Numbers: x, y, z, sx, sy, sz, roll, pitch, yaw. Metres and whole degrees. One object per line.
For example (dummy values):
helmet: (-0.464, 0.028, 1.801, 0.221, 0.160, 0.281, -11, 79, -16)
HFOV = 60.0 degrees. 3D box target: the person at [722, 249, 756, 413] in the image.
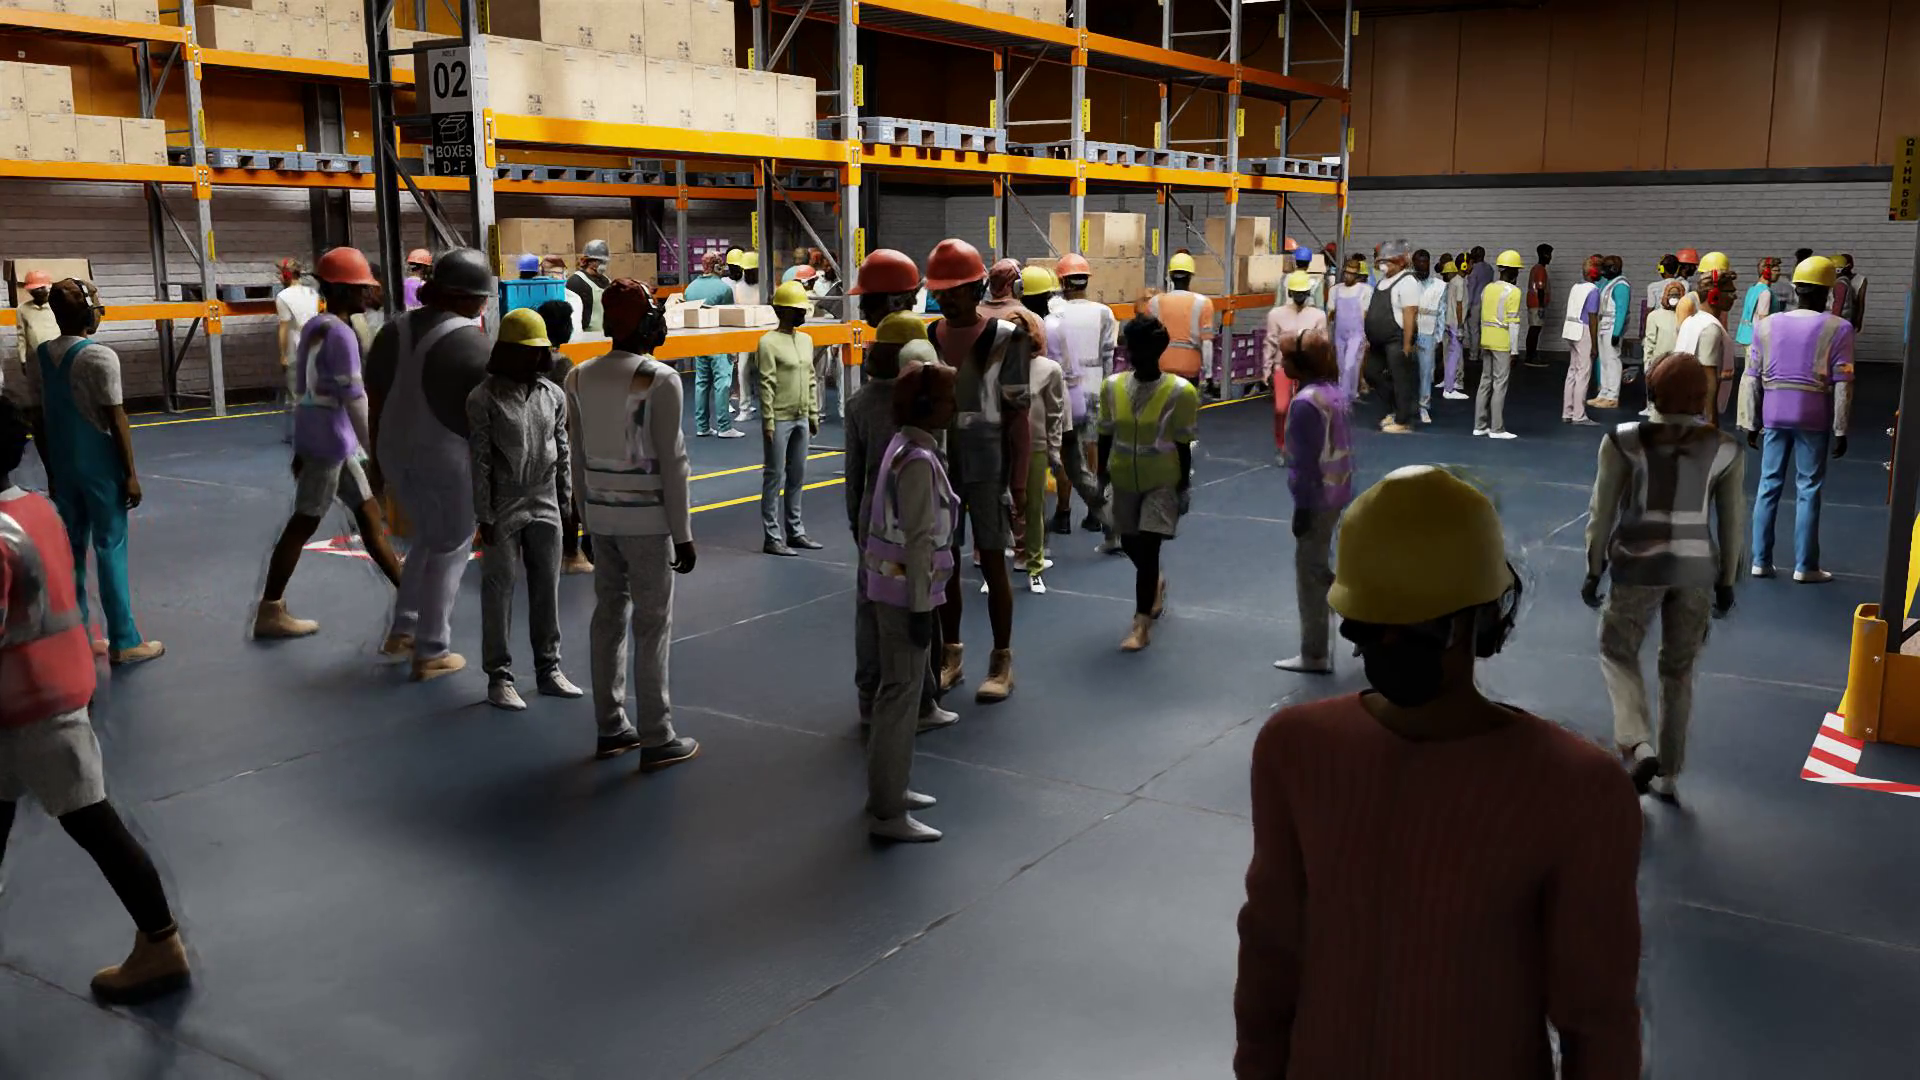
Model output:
person: (-2.621, -2.446, 19.542, 0.581, 1.919, 0.405, -9, 13, -40)

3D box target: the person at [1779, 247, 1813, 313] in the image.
person: (11.883, -3.177, 23.537, 0.632, 1.931, 0.783, 0, 10, 1)

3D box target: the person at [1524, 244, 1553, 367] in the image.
person: (9.309, -3.775, 26.763, 0.374, 1.963, 0.607, 2, 10, 9)

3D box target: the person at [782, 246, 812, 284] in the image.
person: (-2.128, -2.948, 22.251, 0.352, 1.937, 0.635, -9, 14, -42)

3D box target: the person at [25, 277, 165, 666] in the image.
person: (-4.140, -0.315, 7.915, 0.504, 1.847, 0.344, 2, 11, 13)

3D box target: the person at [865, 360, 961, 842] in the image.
person: (-0.162, 0.204, 5.662, 0.324, 1.626, 0.527, -1, 10, -4)

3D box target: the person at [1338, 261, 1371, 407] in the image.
person: (4.850, -2.520, 20.353, 0.522, 1.770, 0.308, -9, 14, -41)

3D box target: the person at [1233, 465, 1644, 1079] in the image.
person: (0.626, 0.759, 2.213, 0.540, 1.750, 0.491, 8, 13, 39)

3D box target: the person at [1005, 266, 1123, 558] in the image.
person: (0.696, -0.796, 10.559, 0.837, 1.874, 0.607, 2, 10, 12)

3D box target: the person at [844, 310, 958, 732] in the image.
person: (-0.247, -0.078, 6.903, 0.483, 1.738, 0.313, 7, 12, 33)

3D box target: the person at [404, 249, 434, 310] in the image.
person: (-6.101, -2.321, 18.834, 0.550, 1.923, 0.389, 6, 12, 29)

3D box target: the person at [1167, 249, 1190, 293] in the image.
person: (3.386, -3.504, 25.482, 0.575, 1.885, 0.355, 7, 13, 35)

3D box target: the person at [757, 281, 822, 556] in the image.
person: (-1.092, -0.779, 10.726, 0.339, 1.762, 0.525, 6, 12, 32)

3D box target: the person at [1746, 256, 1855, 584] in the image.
person: (4.978, -0.709, 9.872, 0.386, 1.926, 0.591, -9, 13, -40)

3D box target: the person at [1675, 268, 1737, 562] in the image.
person: (4.612, -0.764, 10.396, 0.388, 1.847, 0.563, 2, 10, 10)

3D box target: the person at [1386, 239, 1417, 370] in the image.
person: (6.904, -3.679, 26.017, 0.536, 2.000, 0.680, -7, 12, -34)

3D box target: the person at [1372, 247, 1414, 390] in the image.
person: (5.824, -2.988, 22.391, 0.609, 1.964, 0.367, 3, 11, 18)

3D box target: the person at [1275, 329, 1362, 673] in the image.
person: (1.709, -0.170, 7.749, 0.486, 1.619, 0.525, 4, 11, 22)

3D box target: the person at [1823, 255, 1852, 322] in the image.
person: (11.942, -2.974, 22.713, 0.403, 1.824, 0.593, 5, 12, 27)

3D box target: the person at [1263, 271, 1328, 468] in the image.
person: (2.972, -1.495, 14.711, 0.550, 1.747, 0.467, 1, 10, 5)

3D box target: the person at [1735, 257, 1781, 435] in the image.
person: (8.334, -2.026, 17.395, 0.396, 1.847, 0.564, 3, 11, 14)

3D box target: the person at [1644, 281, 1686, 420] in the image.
person: (6.975, -1.719, 16.319, 0.505, 1.623, 0.286, 3, 11, 18)

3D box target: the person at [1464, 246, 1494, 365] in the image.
person: (8.400, -3.797, 26.988, 0.628, 1.933, 0.368, -9, 13, -40)

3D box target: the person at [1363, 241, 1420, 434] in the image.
person: (4.521, -2.131, 17.436, 0.537, 2.000, 0.783, -2, 10, -13)

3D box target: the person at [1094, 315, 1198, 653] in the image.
person: (0.972, -0.316, 8.402, 0.530, 1.661, 0.775, 5, 12, 27)

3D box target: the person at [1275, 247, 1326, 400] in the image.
person: (4.290, -2.702, 20.890, 0.638, 1.927, 0.557, 7, 12, 33)

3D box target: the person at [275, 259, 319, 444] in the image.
person: (-6.570, -1.871, 16.576, 0.394, 1.836, 0.560, 3, 11, 15)

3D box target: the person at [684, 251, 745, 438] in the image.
person: (-2.507, -1.995, 17.059, 0.643, 1.908, 0.408, 7, 12, 34)

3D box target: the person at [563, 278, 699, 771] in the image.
person: (-1.257, -0.057, 6.397, 0.576, 1.880, 0.360, 7, 12, 34)

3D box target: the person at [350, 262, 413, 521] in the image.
person: (-4.184, -1.118, 12.320, 0.599, 1.875, 0.985, 5, 11, 25)

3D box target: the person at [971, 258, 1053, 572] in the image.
person: (0.298, -0.757, 10.188, 0.642, 1.913, 0.409, 7, 12, 33)

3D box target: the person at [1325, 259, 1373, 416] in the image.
person: (4.394, -2.285, 18.944, 0.616, 1.798, 0.750, 7, 13, 36)

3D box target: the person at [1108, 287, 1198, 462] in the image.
person: (1.741, -1.458, 14.910, 0.748, 1.610, 0.502, 6, 12, 29)

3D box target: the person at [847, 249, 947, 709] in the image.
person: (-0.262, -0.219, 7.008, 0.410, 1.986, 0.620, -2, 10, -10)

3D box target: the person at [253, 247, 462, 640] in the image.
person: (-3.159, -0.495, 8.531, 1.081, 1.973, 0.608, -5, 12, -28)

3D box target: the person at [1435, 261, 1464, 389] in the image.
person: (6.694, -2.927, 22.710, 0.337, 1.735, 0.487, -2, 10, -13)

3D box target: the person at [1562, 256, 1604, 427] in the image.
person: (6.792, -2.162, 18.151, 0.372, 1.843, 0.569, 0, 10, -2)

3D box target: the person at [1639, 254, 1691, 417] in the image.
person: (8.085, -2.336, 19.081, 0.509, 1.862, 0.328, 0, 10, -1)

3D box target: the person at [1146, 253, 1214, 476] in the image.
person: (1.848, -1.459, 14.071, 0.617, 1.912, 0.527, 4, 11, 20)

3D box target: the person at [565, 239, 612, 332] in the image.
person: (-3.666, -2.042, 16.944, 0.538, 2.000, 0.683, 4, 11, 22)

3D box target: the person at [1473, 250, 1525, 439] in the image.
person: (5.541, -1.992, 17.024, 0.408, 1.918, 0.584, -3, 11, -18)

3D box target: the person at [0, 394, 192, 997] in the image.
person: (-2.500, 0.423, 4.325, 0.871, 1.645, 0.546, -3, 11, -18)

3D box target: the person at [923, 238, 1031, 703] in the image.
person: (0.010, -0.299, 7.329, 0.613, 2.031, 0.403, 4, 11, 23)

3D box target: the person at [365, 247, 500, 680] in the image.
person: (-2.380, -0.381, 7.741, 0.697, 2.000, 0.597, 5, 11, 25)

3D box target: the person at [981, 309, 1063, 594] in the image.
person: (0.336, -0.498, 9.513, 0.498, 1.634, 0.284, 1, 10, 5)

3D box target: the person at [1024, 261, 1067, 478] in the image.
person: (0.653, -1.413, 14.000, 0.570, 1.845, 0.380, 5, 11, 25)

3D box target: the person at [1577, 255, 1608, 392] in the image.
person: (8.503, -2.891, 22.299, 0.524, 1.818, 0.467, 3, 11, 18)

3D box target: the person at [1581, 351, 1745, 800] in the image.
person: (2.508, 0.150, 5.914, 0.545, 1.626, 0.449, 1, 10, 6)

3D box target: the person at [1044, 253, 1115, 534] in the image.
person: (0.789, -1.003, 11.493, 0.543, 1.932, 0.365, -4, 11, -20)

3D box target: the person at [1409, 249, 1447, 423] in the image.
person: (5.074, -2.256, 18.465, 0.595, 1.921, 0.386, 3, 11, 14)

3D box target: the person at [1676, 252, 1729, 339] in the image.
person: (6.096, -1.392, 13.668, 0.589, 1.924, 0.383, -7, 12, -32)

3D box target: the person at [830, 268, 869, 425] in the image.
person: (-1.127, -2.188, 18.135, 0.603, 1.905, 0.386, -5, 11, -24)

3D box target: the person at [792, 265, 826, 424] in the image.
person: (-1.675, -2.148, 18.326, 0.342, 1.749, 0.570, 3, 11, 14)

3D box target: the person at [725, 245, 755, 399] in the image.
person: (-2.810, -2.778, 21.271, 0.372, 1.958, 0.598, -1, 10, -3)

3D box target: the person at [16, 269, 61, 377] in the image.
person: (-9.059, -1.808, 16.498, 0.570, 1.738, 0.352, -1, 10, -4)

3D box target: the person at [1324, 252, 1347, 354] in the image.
person: (5.963, -3.645, 26.384, 0.430, 1.844, 0.624, 3, 11, 18)

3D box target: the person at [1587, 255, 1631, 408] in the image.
person: (7.866, -2.521, 20.158, 0.429, 1.839, 0.633, 1, 10, 6)

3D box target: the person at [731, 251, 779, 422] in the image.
person: (-2.293, -2.287, 18.701, 0.605, 1.907, 0.651, 3, 11, 18)

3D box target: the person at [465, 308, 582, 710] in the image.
person: (-1.880, -0.133, 7.221, 0.320, 1.738, 0.483, 9, 14, 42)

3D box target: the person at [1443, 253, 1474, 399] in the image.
person: (6.377, -2.732, 21.275, 0.327, 1.863, 0.511, 2, 10, 9)
